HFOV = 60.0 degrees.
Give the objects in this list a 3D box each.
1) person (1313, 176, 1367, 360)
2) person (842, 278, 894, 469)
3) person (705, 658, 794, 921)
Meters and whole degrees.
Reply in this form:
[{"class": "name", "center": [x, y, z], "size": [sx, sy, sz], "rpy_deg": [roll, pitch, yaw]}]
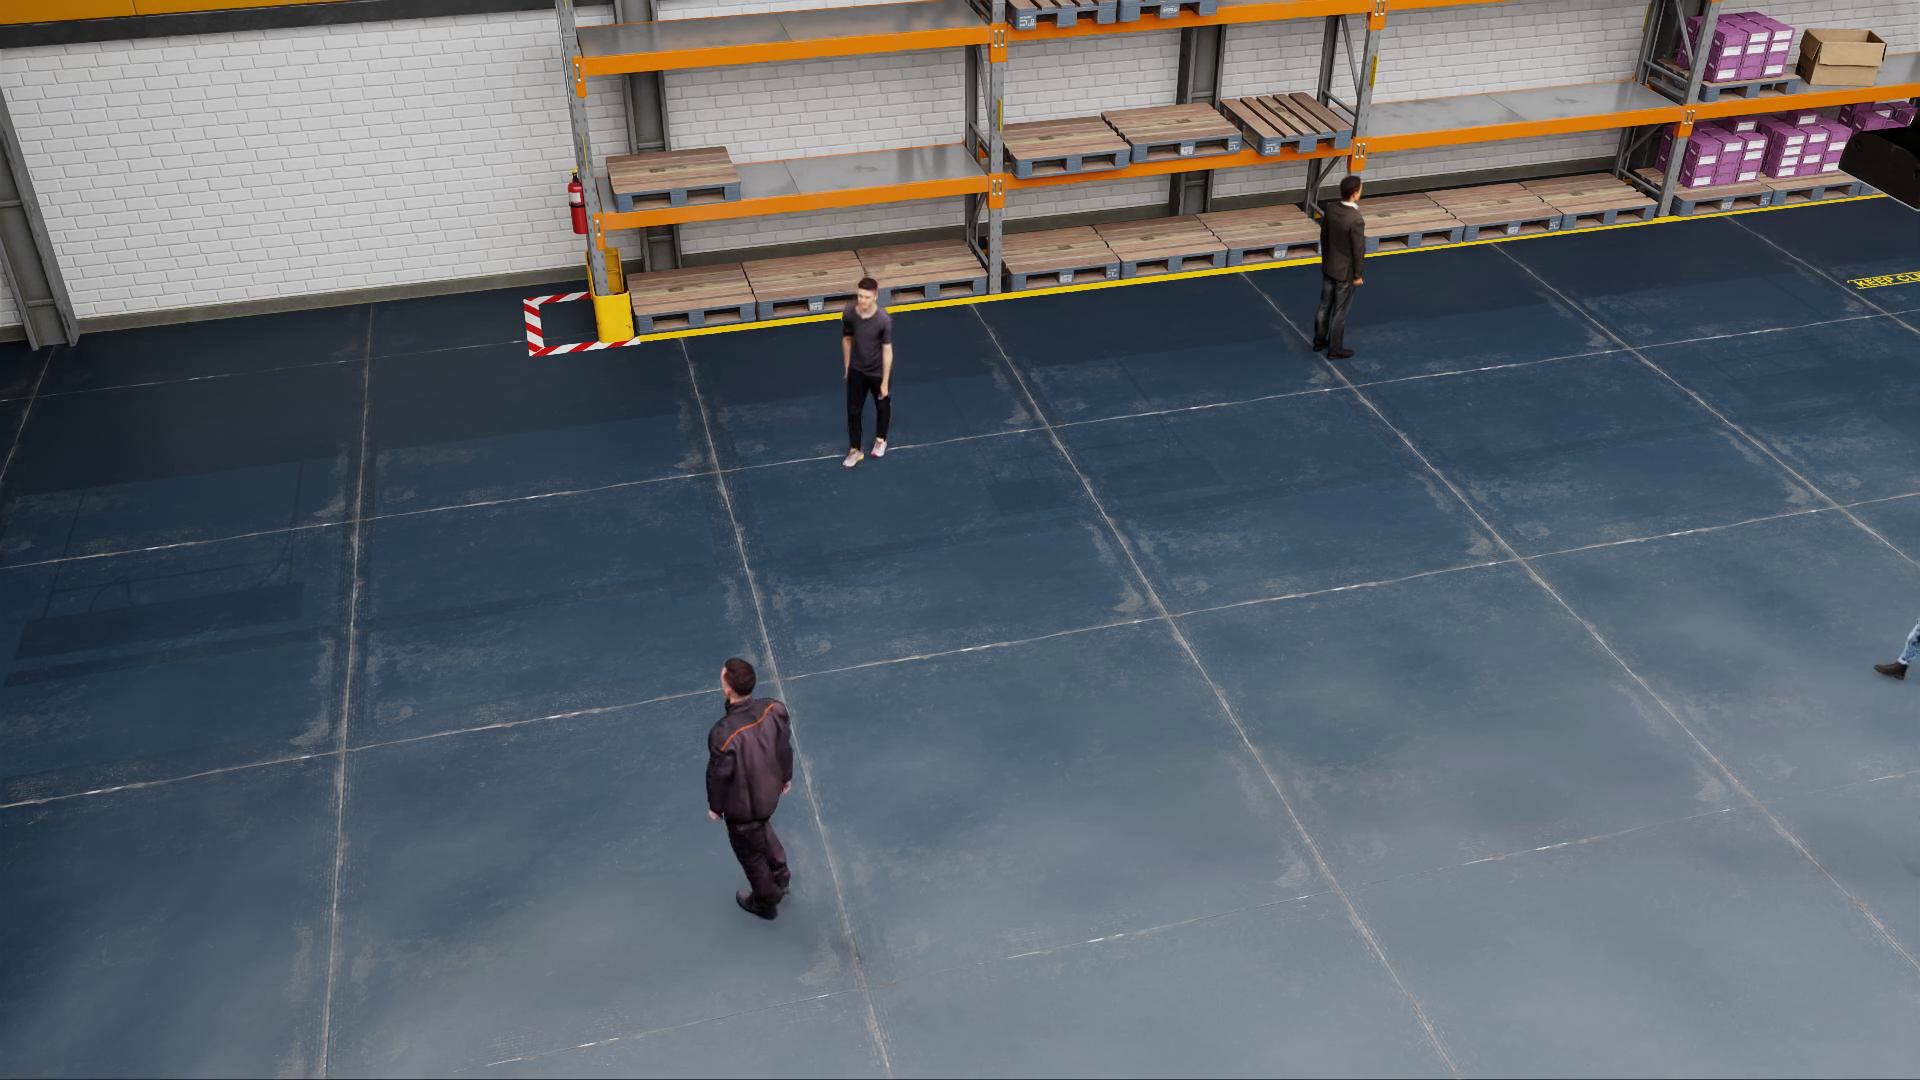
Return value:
[{"class": "person", "center": [3.611, -2.594, 15.801], "size": [0.653, 1.801, 0.731], "rpy_deg": [-19, 38, -26]}, {"class": "person", "center": [-0.735, -1.473, 14.175], "size": [0.899, 1.734, 0.927], "rpy_deg": [11, 35, 15]}, {"class": "person", "center": [-1.156, 1.492, 9.619], "size": [0.905, 1.840, 0.821], "rpy_deg": [23, 40, 31]}]
